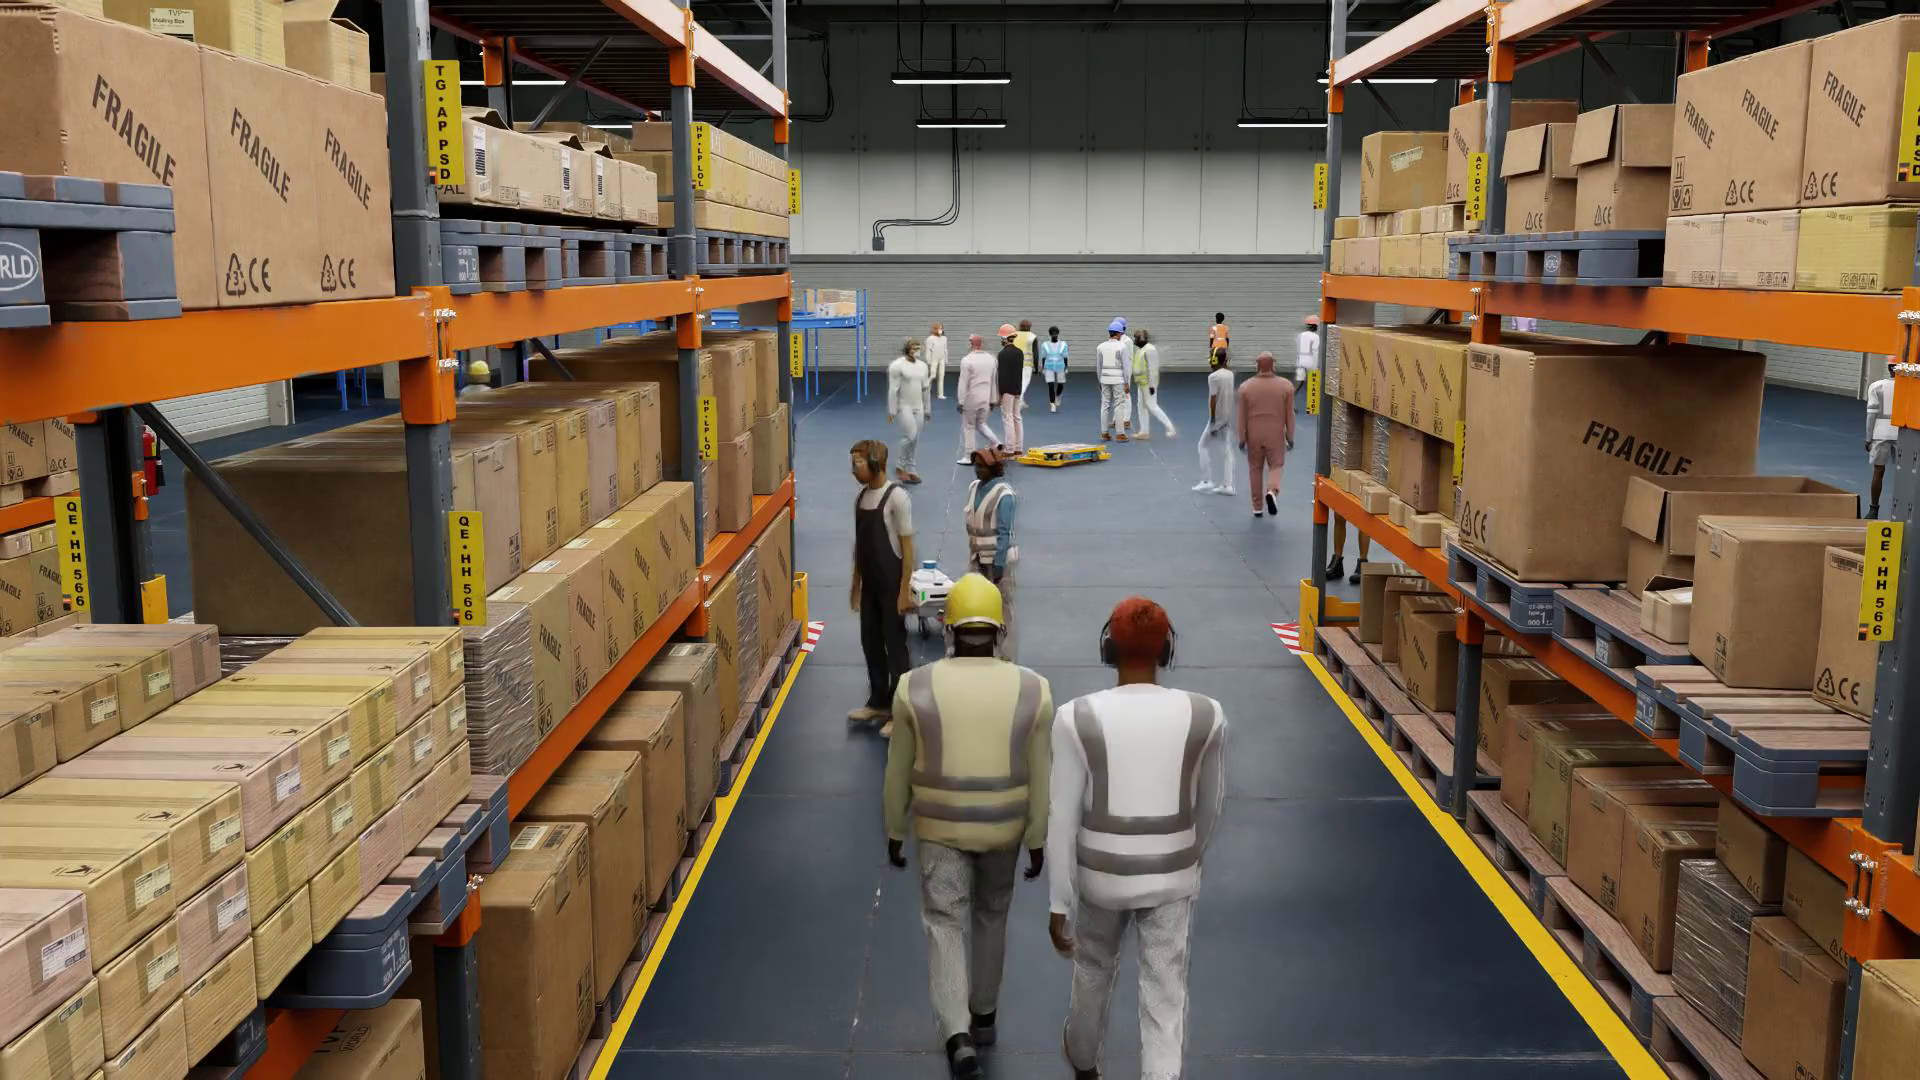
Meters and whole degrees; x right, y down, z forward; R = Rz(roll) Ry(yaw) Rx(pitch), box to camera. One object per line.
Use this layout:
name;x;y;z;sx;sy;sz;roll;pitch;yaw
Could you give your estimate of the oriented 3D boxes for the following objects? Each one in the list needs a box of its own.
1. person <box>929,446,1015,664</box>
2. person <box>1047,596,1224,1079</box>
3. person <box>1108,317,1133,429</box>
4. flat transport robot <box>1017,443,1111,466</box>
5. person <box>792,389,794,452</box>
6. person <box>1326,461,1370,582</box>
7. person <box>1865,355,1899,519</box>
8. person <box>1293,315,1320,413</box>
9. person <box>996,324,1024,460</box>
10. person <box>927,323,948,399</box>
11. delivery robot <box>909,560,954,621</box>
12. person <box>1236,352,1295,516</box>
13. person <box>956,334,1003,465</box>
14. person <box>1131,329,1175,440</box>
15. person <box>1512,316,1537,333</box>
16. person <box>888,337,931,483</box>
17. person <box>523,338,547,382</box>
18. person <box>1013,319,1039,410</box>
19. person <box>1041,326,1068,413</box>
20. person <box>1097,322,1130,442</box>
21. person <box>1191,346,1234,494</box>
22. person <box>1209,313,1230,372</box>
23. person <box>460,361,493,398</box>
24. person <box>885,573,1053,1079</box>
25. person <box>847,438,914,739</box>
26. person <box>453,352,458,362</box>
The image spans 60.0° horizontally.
person;0.120;0.160;11.616;0.659;1.615;0.545;-6;11;-33
person;0.558;1.089;5.429;0.578;1.832;1.017;0;9;-3
person;2.815;-2.927;29.155;0.406;1.948;0.605;-4;10;-23
flat transport robot;1.531;-1.261;24.318;0.652;0.197;1.431;8;12;41
person;-2.069;-1.044;17.979;0.488;1.906;0.631;7;12;36
person;3.554;-0.582;15.150;0.552;1.932;0.377;8;12;40
person;10.450;-1.168;18.651;0.544;1.939;0.355;4;10;24
person;6.705;-3.404;32.168;0.959;1.900;0.549;-7;12;-37
person;0.718;-2.191;24.601;0.395;1.993;0.616;6;11;32
person;-0.501;-3.837;35.602;0.509;1.624;0.476;-6;11;-34
delivery robot;-0.240;0.407;13.198;0.477;0.478;0.707;-3;10;-16
person;3.472;-1.194;18.932;0.659;1.892;0.621;2;10;12
person;0.274;-2.005;23.847;0.589;1.888;0.663;9;13;43
person;3.167;-2.557;27.365;0.656;1.814;0.661;-2;10;-11
person;13.691;-4.845;40.360;0.608;2.044;0.371;7;12;36
person;-0.635;-1.698;21.863;0.439;1.925;0.657;9;13;44
person;-6.136;-2.034;24.207;0.576;1.823;0.846;6;11;32
person;1.217;-3.443;32.704;0.651;1.806;0.840;4;10;22
person;1.841;-3.343;32.456;0.532;1.681;0.545;0;9;0
person;2.508;-2.572;27.063;0.604;1.937;0.403;7;12;37
person;3.223;-1.515;21.008;0.514;1.847;0.666;-8;12;-39
person;6.224;-4.607;39.969;0.542;1.695;0.316;-3;10;-19
person;-5.728;-1.289;19.995;0.491;1.729;0.365;3;10;18
person;0.033;1.023;5.953;0.597;1.807;0.829;-1;10;-5
person;-0.481;0.291;10.279;0.355;1.821;0.622;-8;12;-39
person;-6.020;-1.292;19.308;0.593;1.956;0.669;1;10;6
